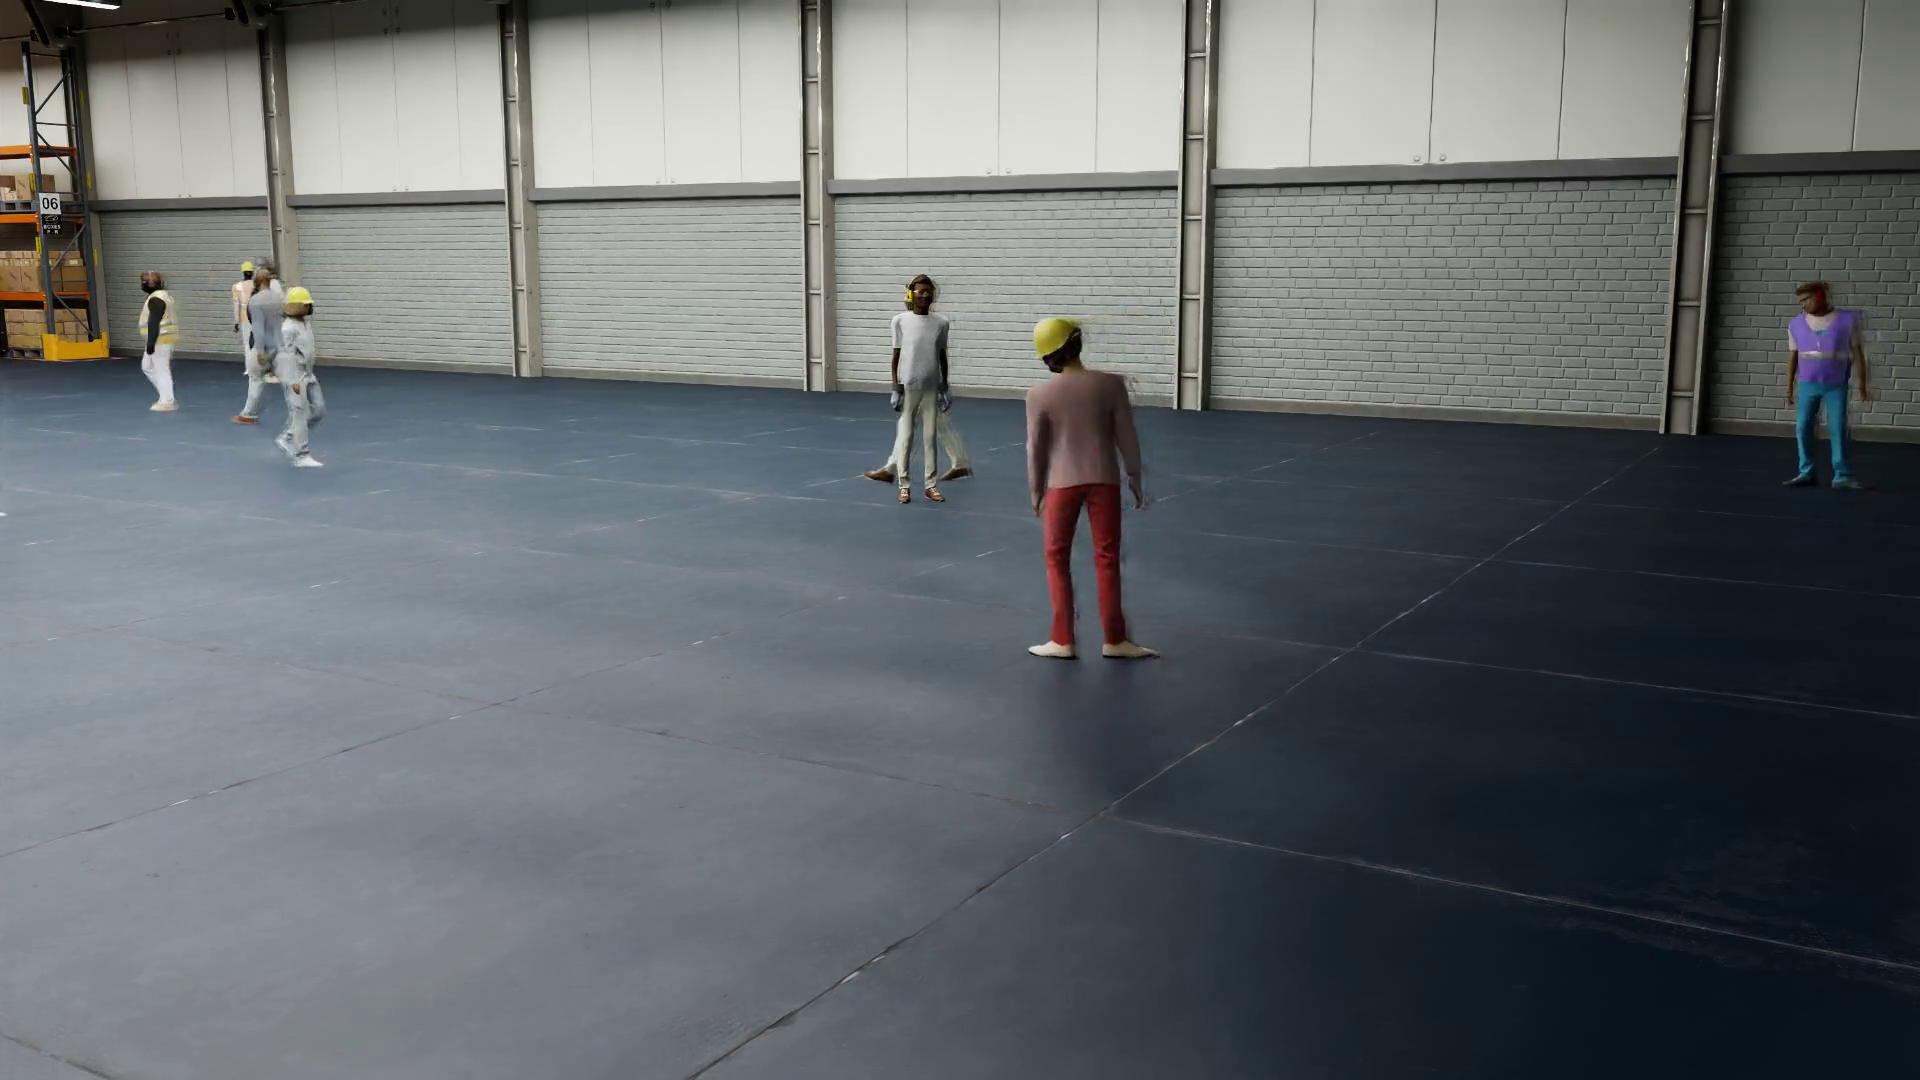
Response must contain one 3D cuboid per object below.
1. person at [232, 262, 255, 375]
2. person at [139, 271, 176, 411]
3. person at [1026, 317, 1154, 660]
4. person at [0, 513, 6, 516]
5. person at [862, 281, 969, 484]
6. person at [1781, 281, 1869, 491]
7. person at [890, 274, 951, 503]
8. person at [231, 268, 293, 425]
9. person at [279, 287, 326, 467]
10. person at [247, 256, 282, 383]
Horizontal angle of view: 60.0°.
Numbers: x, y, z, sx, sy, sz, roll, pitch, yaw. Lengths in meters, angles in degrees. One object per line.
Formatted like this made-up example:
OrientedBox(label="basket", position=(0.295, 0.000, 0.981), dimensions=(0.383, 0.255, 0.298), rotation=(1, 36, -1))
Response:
OrientedBox(label="person", position=(-12.091, -3.780, 28.402), dimensions=(0.594, 1.924, 0.381), rotation=(-7, 12, -36))
OrientedBox(label="person", position=(-10.504, -2.591, 21.754), dimensions=(0.453, 1.829, 0.628), rotation=(-5, 11, -25))
OrientedBox(label="person", position=(0.669, -0.253, 8.364), dimensions=(0.675, 1.720, 0.333), rotation=(0, 10, -2))
OrientedBox(label="person", position=(-7.638, -0.991, 12.697), dimensions=(0.443, 1.725, 0.593), rotation=(-5, 11, -27))
OrientedBox(label="person", position=(-0.364, -1.403, 14.818), dimensions=(0.997, 1.818, 0.516), rotation=(-2, 10, -9))
OrientedBox(label="person", position=(7.547, -1.325, 14.402), dimensions=(0.744, 1.808, 0.399), rotation=(8, 13, 39))
OrientedBox(label="person", position=(-0.324, -1.241, 13.689), dimensions=(0.510, 1.877, 0.328), rotation=(-3, 10, -16))
OrientedBox(label="person", position=(-8.242, -2.297, 19.859), dimensions=(1.041, 1.887, 0.652), rotation=(3, 10, 15))
OrientedBox(label="person", position=(-6.357, -1.560, 15.978), dimensions=(0.436, 1.735, 0.485), rotation=(1, 10, 5))
OrientedBox(label="person", position=(-11.061, -3.494, 26.395), dimensions=(0.632, 2.000, 0.712), rotation=(-9, 13, -41))
